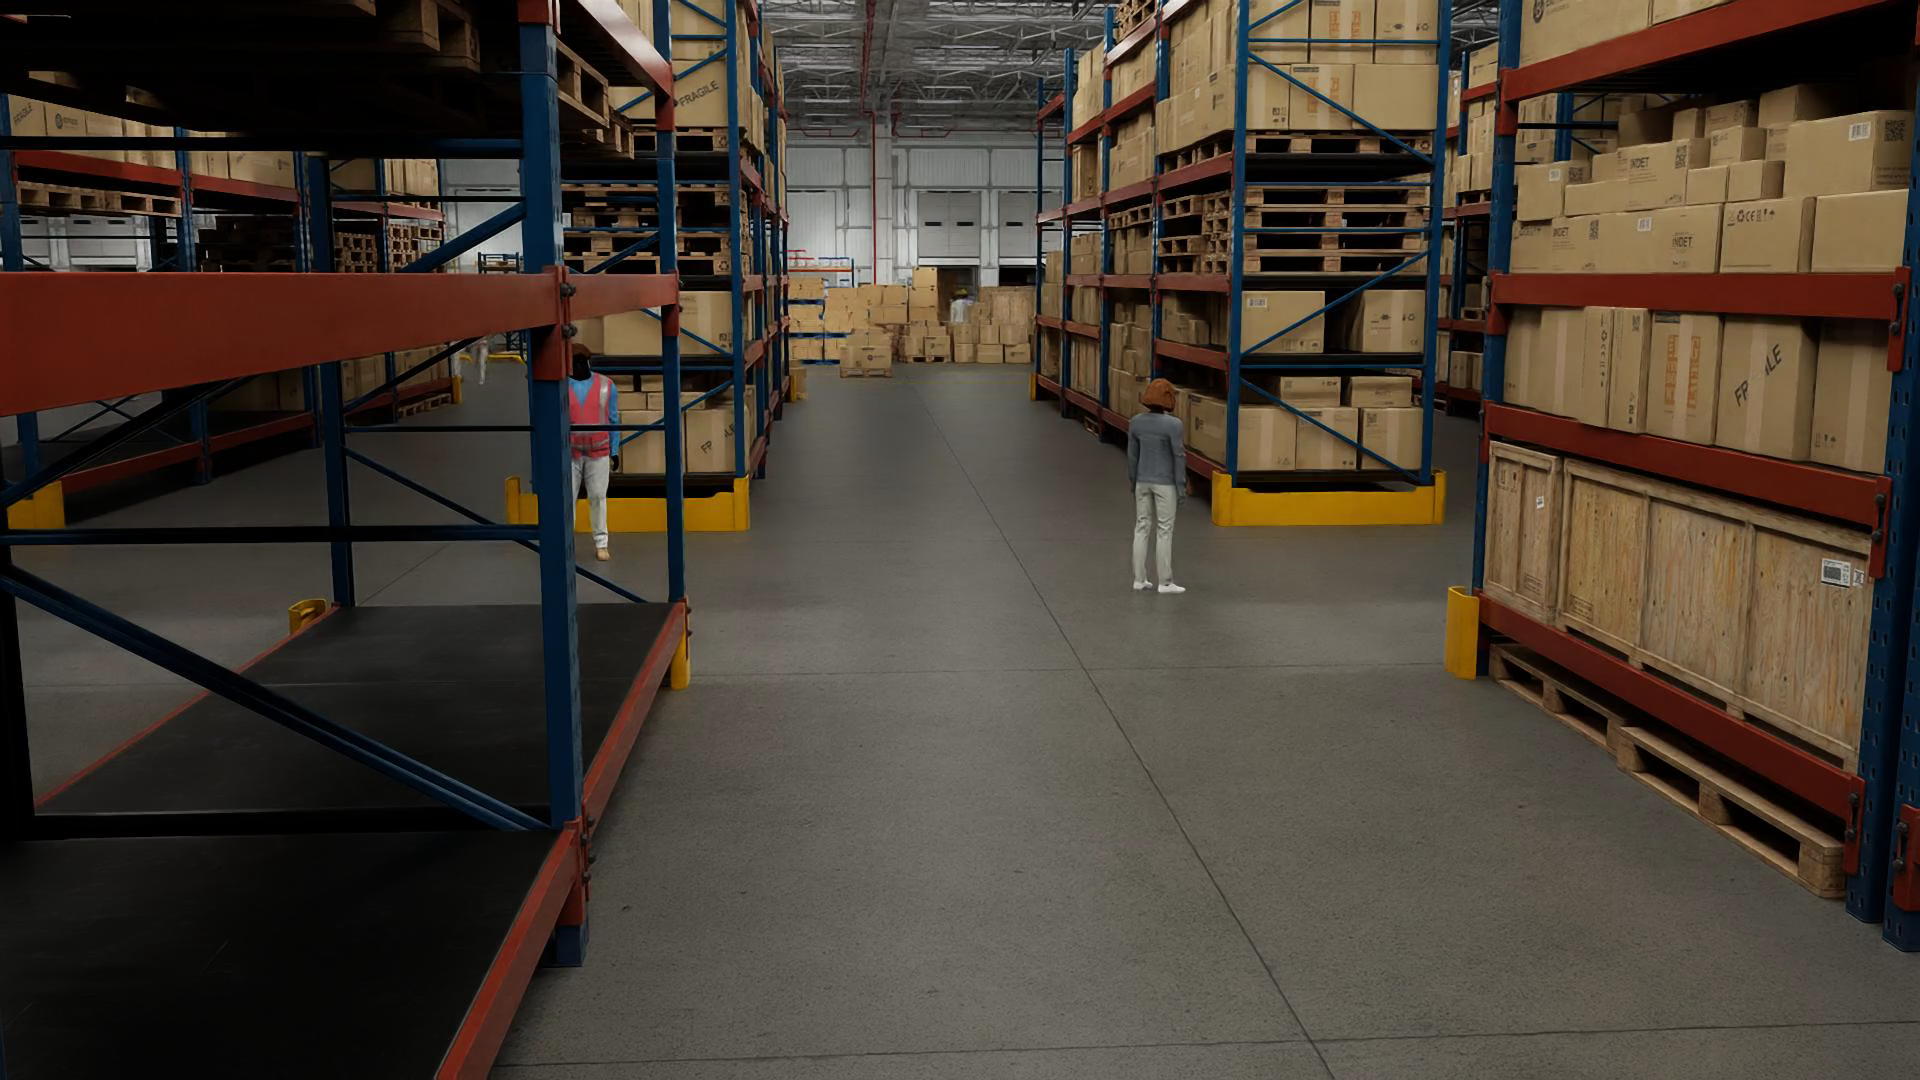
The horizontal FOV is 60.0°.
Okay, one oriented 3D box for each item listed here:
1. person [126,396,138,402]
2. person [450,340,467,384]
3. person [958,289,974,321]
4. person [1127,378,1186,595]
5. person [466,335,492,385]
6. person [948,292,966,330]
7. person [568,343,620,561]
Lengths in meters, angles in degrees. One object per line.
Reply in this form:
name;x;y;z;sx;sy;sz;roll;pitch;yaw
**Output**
person;-15.975;-3.468;31.665;0.584;1.679;0.546;1;9;5
person;-11.107;-4.331;36.514;0.627;1.863;0.597;0;9;2
person;0.197;-7.669;57.282;0.612;1.928;0.383;-1;9;-3
person;1.493;-0.405;12.574;0.509;1.632;0.267;8;12;42
person;-10.542;-4.207;36.480;0.570;1.614;0.466;0;9;-2
person;-0.101;-6.473;49.851;0.482;1.897;0.655;6;11;31
person;-3.164;-0.726;13.940;0.634;1.841;0.429;-3;9;-15
